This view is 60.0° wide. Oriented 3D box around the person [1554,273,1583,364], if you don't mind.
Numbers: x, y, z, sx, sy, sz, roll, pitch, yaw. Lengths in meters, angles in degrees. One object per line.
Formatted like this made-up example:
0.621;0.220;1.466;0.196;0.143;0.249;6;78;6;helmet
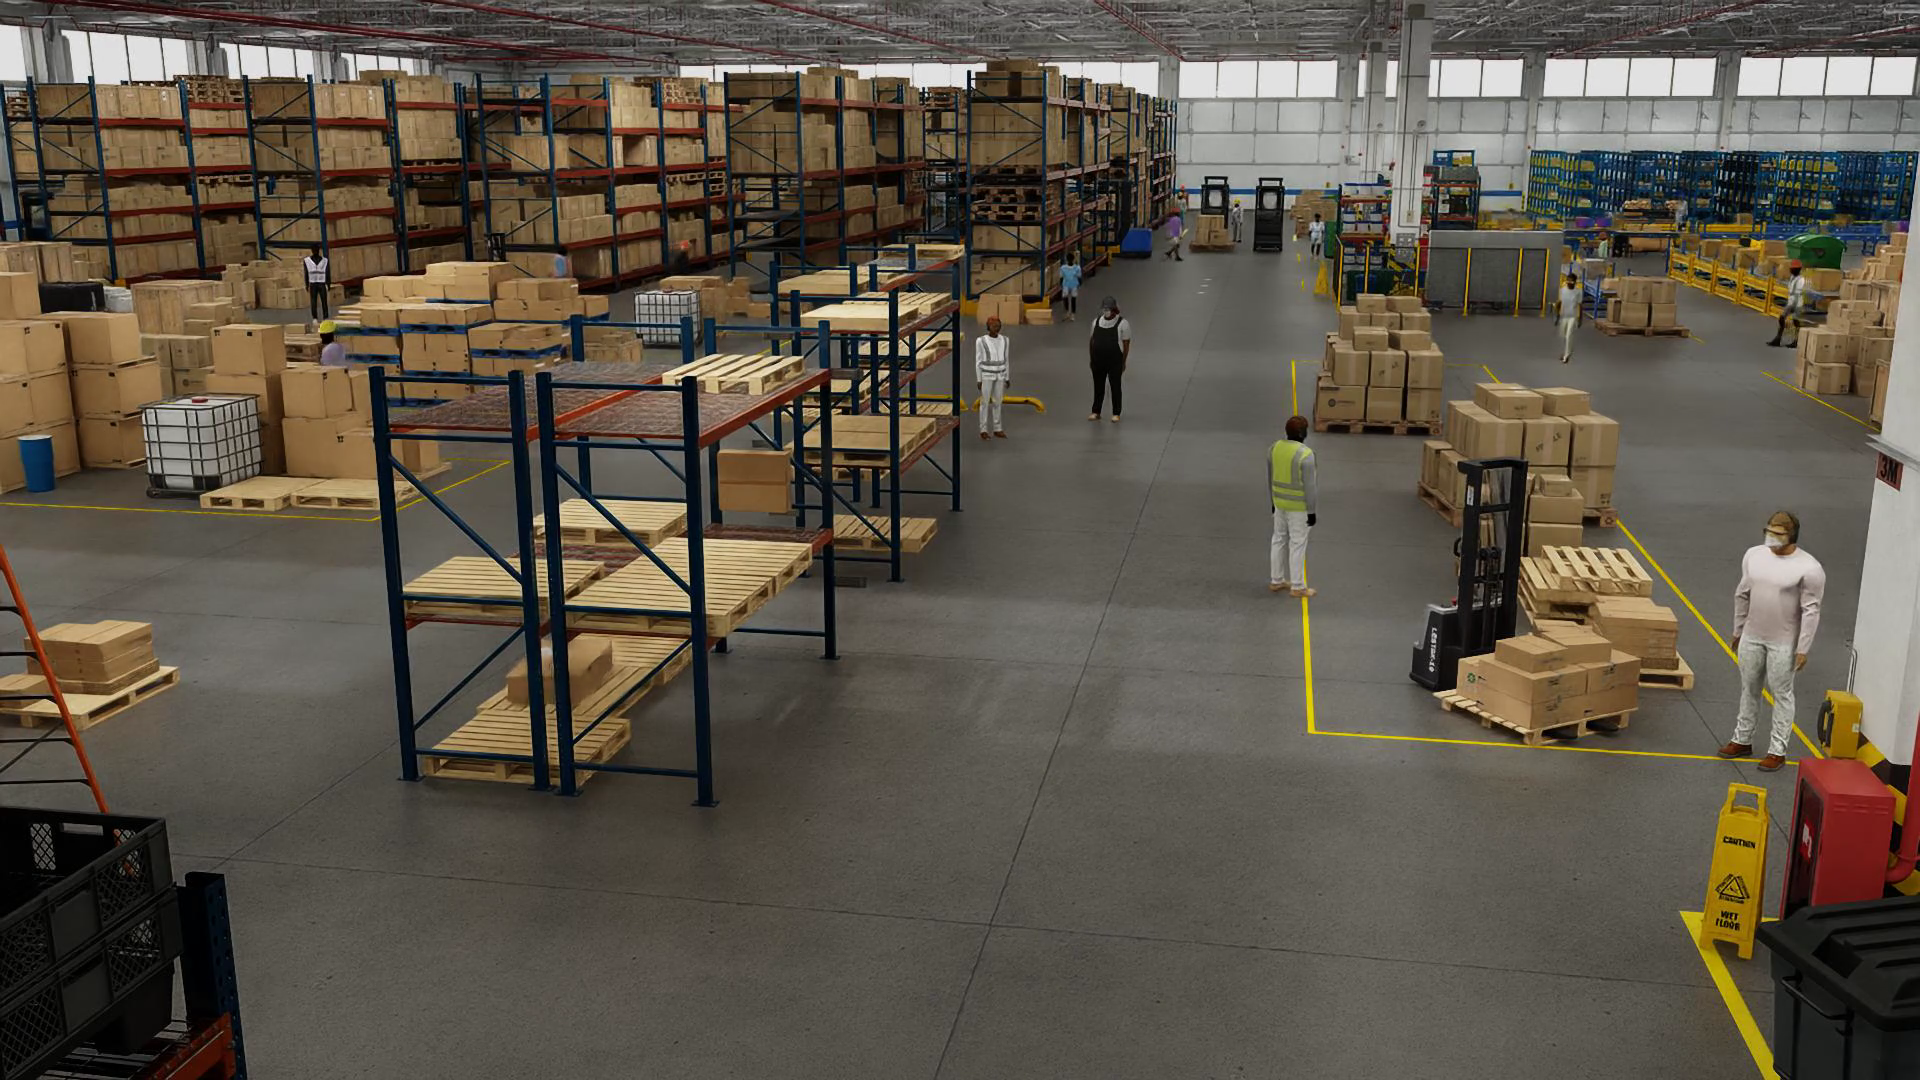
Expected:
12.310;-4.489;33.583;0.548;1.838;0.599;13;19;42;person

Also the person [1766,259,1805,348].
17.830;-5.083;35.833;0.809;1.908;0.578;1;14;4;person

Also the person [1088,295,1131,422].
2.370;-2.913;26.760;0.683;2.000;0.538;7;15;25;person

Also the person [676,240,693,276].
-6.789;-6.416;41.130;0.444;1.972;0.612;1;14;6;person

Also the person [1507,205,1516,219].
21.616;-12.344;65.697;0.841;1.737;0.532;0;14;-2;person

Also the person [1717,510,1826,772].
5.943;0.728;12.191;0.367;1.938;0.635;-8;16;-31;person

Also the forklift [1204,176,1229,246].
10.267;-13.229;66.915;1.129;2.768;1.873;3;14;10;forklift

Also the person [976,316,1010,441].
0.503;-2.454;25.219;0.575;1.883;0.355;-8;16;-29;person

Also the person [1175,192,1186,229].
10.497;-15.684;79.208;0.526;1.757;0.404;2;14;9;person

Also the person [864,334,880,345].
-1.799;-4.710;34.936;0.519;1.622;0.445;9;16;32;person

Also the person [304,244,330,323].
-15.685;-6.262;40.630;0.587;1.911;0.397;-7;15;-26;person

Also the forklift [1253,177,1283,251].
12.083;-12.747;64.956;1.129;2.768;1.873;3;14;10;forklift

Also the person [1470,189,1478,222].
25.165;-16.223;81.278;0.758;1.812;0.593;2;14;7;person

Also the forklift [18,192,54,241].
-27.470;-9.000;49.743;1.129;2.768;1.873;3;14;10;forklift

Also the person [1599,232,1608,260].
19.413;-8.498;50.274;0.284;1.633;0.498;8;16;31;person

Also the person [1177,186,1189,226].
11.008;-16.567;82.380;0.630;1.958;0.963;2;14;9;person

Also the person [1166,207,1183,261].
7.742;-10.990;59.797;0.635;1.925;0.560;-6;15;-22;person

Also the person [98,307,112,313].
-13.474;-2.734;26.358;1.009;1.898;0.642;12;18;40;person

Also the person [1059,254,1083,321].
2.738;-6.260;41.179;0.600;1.637;0.770;3;14;10;person

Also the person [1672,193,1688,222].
31.855;-14.383;73.646;0.627;1.913;0.923;-1;14;-5;person

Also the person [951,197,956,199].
-0.404;-19.794;95.780;0.876;1.810;0.642;0;14;1;person

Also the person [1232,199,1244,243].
11.606;-13.374;69.692;0.404;1.823;0.591;-11;18;-37;person

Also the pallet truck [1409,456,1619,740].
4.504;0.400;13.395;0.823;1.965;1.885;-6;15;-23;pallet truck

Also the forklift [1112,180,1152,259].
6.082;-11.722;60.796;1.873;2.768;1.129;2;14;9;forklift

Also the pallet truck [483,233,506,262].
-11.832;-7.026;43.548;1.885;1.965;0.823;8;16;28;pallet truck

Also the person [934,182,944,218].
-1.140;-18.275;89.387;0.555;1.917;0.656;2;14;9;person

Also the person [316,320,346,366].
-9.165;-2.300;24.549;0.740;1.906;0.592;0;14;1;person

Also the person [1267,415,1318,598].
3.363;-0.342;16.721;0.429;1.846;0.633;-9;16;-32;person

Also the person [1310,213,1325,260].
12.931;-10.984;60.260;0.540;1.679;0.376;2;14;7;person

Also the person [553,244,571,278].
-9.969;-6.584;42.165;0.935;1.797;0.659;-1;14;-3;person

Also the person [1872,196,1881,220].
43.310;-15.513;78.369;0.775;1.816;0.589;5;15;19;person

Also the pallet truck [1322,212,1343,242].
15.874;-13.227;70.310;0.680;1.201;1.601;10;17;35;pallet truck
